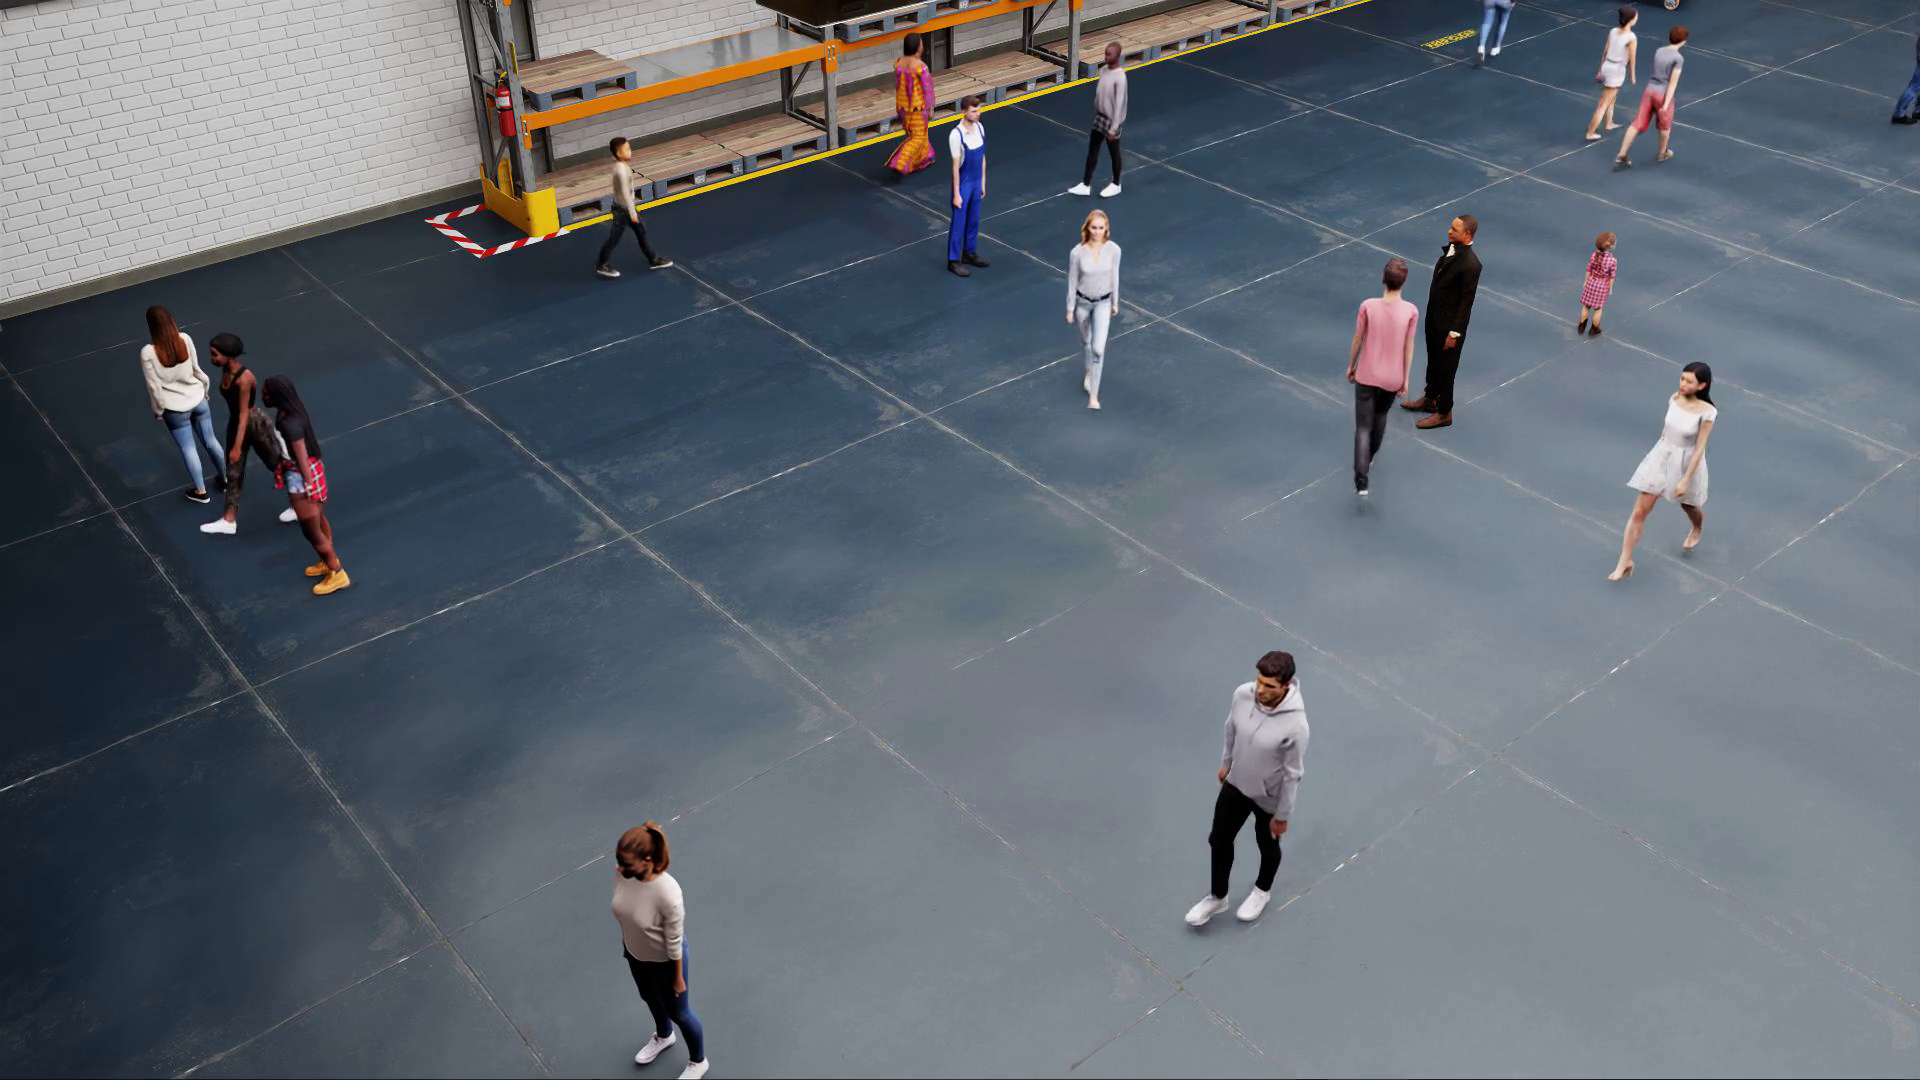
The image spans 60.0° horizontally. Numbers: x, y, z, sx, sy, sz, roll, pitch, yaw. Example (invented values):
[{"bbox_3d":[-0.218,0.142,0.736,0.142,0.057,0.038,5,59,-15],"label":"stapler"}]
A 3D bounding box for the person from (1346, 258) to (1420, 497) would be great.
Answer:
[{"bbox_3d":[3.305,-1.230,13.176,1.166,1.913,1.278,5,34,7],"label":"person"}]

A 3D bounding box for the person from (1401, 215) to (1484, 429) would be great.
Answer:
[{"bbox_3d":[4.156,-1.873,14.151,0.810,1.905,0.791,-4,34,-5],"label":"person"}]

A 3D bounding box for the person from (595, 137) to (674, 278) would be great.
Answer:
[{"bbox_3d":[-3.456,-3.326,16.766,1.078,1.429,0.927,-3,34,-4],"label":"person"}]

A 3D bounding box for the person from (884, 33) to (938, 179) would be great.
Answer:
[{"bbox_3d":[-0.565,-4.952,19.011,0.735,1.653,1.138,28,42,35],"label":"person"}]

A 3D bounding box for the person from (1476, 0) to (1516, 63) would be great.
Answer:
[{"bbox_3d":[7.289,-7.303,22.593,0.913,1.602,1.154,15,37,22],"label":"person"}]

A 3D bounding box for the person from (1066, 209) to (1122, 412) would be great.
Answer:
[{"bbox_3d":[1.152,-2.074,14.583,1.092,1.761,1.138,2,34,3],"label":"person"}]

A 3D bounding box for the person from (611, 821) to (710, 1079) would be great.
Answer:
[{"bbox_3d":[-1.517,2.078,8.374,0.636,1.719,0.572,25,41,32],"label":"person"}]

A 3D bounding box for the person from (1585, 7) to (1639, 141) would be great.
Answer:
[{"bbox_3d":[7.809,-5.597,20.035,0.917,1.592,0.724,-12,35,-17],"label":"person"}]

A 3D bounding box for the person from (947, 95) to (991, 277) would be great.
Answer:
[{"bbox_3d":[0.073,-3.598,16.800,0.703,1.844,0.534,27,42,34],"label":"person"}]

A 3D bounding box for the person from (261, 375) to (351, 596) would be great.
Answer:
[{"bbox_3d":[-4.759,-0.431,12.146,0.664,1.723,0.681,-16,37,-23],"label":"person"}]

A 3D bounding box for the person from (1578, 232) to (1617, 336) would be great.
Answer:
[{"bbox_3d":[6.060,-2.439,15.800,0.460,1.022,0.488,23,40,31],"label":"person"}]

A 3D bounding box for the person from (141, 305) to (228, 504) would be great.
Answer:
[{"bbox_3d":[-6.137,-1.083,13.155,0.713,1.692,0.544,25,41,32],"label":"person"}]

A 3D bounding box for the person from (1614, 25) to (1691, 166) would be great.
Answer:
[{"bbox_3d":[8.013,-5.104,19.276,1.135,1.611,0.637,-21,39,-29],"label":"person"}]

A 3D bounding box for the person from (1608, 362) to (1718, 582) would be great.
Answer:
[{"bbox_3d":[5.342,-0.499,12.252,1.269,1.717,0.705,-19,38,-26],"label":"person"}]

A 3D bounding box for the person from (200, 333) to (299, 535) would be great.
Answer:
[{"bbox_3d":[-5.371,-0.831,12.803,1.041,1.662,0.608,-27,42,-34],"label":"person"}]

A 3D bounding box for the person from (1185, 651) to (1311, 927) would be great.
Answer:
[{"bbox_3d":[1.735,1.342,9.307,0.753,1.912,0.812,29,43,36],"label":"person"}]

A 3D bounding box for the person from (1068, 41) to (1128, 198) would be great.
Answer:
[{"bbox_3d":[1.734,-4.675,18.497,0.914,1.760,0.711,-18,38,-25],"label":"person"}]
